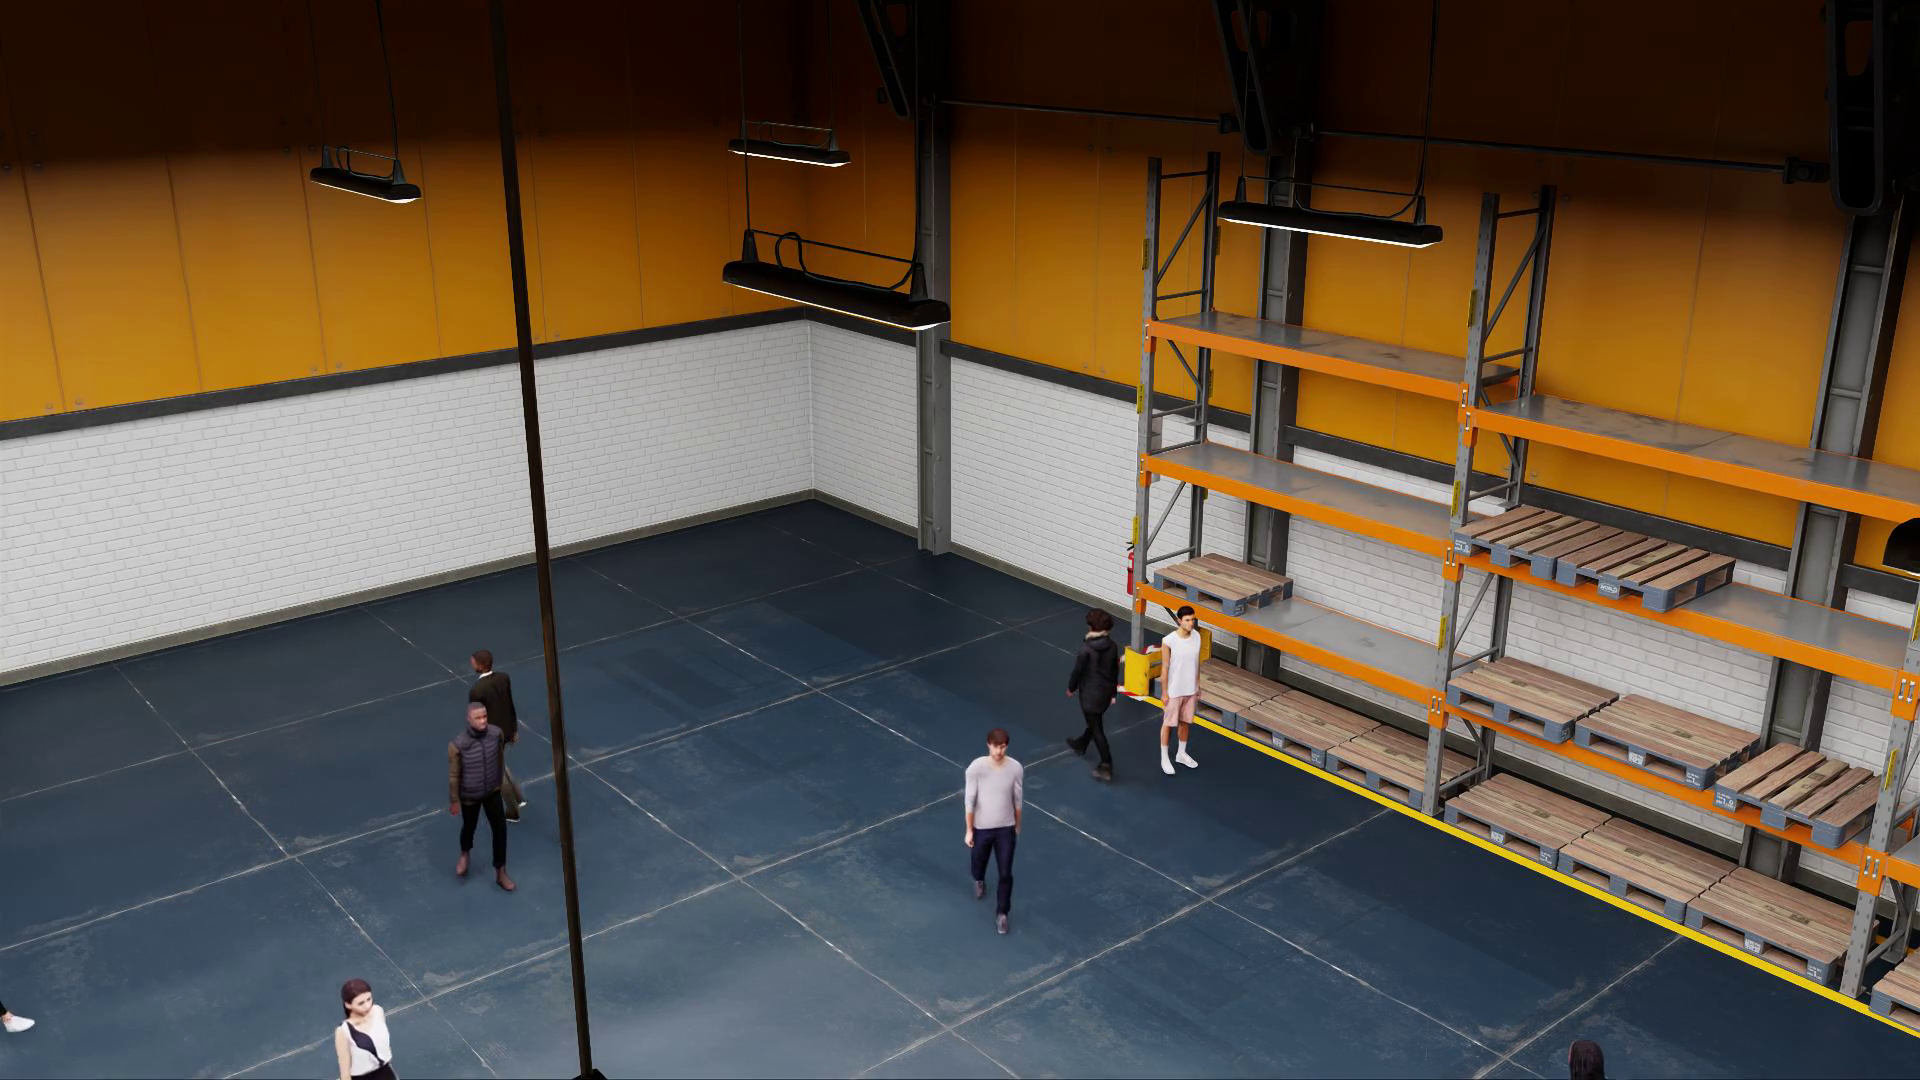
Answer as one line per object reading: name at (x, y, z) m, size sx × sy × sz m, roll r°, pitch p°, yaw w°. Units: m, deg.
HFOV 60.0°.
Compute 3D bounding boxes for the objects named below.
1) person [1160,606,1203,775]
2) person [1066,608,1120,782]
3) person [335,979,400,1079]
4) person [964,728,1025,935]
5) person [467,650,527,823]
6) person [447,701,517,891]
person at (2.253, 1.497, 17.019) m, size 0.691 × 1.788 × 0.656 m, roll -9°, pitch 21°, yaw -25°
person at (1.420, 1.603, 16.803) m, size 0.691 × 1.726 × 1.134 m, roll -12°, pitch 22°, yaw -32°
person at (-3.968, 3.602, 11.005) m, size 0.712 × 1.638 × 0.662 m, roll 11°, pitch 21°, yaw 29°
person at (0.279, 2.418, 14.230) m, size 0.975 × 1.823 × 1.083 m, roll -2°, pitch 19°, yaw -5°
person at (-4.363, 1.901, 15.832) m, size 0.791 × 1.780 × 0.776 m, roll 10°, pitch 21°, yaw 26°
person at (-4.319, 2.235, 14.833) m, size 0.716 × 1.785 × 1.008 m, roll -14°, pitch 23°, yaw -35°
